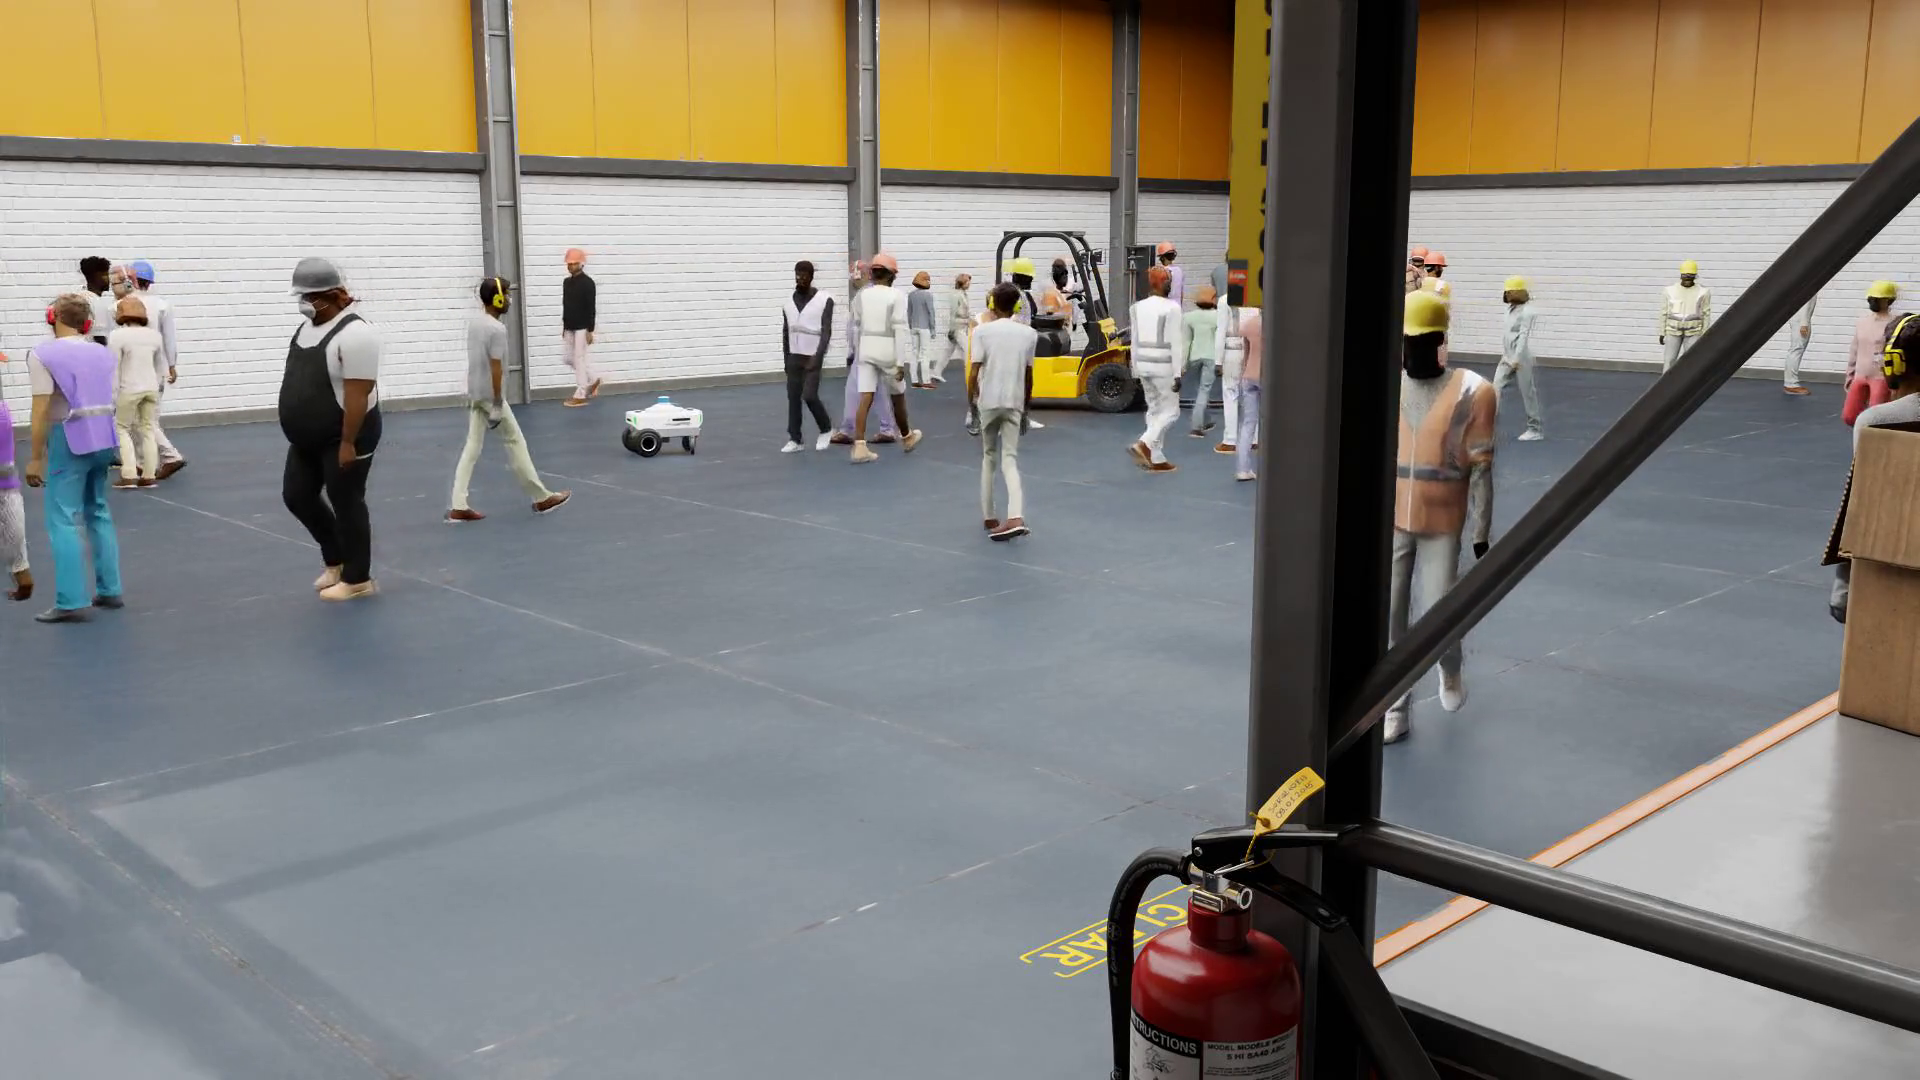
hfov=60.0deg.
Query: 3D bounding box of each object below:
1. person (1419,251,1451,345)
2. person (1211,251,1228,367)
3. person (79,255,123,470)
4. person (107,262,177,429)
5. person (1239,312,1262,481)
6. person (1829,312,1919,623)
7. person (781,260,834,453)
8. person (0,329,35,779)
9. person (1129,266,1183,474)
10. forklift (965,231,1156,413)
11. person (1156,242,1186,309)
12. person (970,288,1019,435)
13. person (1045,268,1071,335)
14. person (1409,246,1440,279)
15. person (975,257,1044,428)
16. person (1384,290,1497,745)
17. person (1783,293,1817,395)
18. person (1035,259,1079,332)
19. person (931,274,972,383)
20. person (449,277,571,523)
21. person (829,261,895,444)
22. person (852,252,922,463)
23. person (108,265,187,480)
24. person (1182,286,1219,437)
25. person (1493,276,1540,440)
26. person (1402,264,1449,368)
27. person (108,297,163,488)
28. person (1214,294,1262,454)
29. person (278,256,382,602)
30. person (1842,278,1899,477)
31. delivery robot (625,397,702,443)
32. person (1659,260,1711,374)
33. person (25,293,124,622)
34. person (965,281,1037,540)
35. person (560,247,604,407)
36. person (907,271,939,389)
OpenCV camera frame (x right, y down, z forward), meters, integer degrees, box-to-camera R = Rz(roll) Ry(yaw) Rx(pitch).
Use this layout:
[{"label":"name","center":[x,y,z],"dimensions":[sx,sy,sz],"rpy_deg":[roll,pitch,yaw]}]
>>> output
[{"label":"person","center":[5.780,-2.574,20.473],"dimensions":[0.547,1.934,0.376],"rpy_deg":[10,14,42]},{"label":"person","center":[4.293,-3.704,26.659],"dimensions":[0.391,1.922,0.653],"rpy_deg":[-9,14,-40]},{"label":"person","center":[-7.788,-1.584,15.014],"dimensions":[0.463,1.952,0.636],"rpy_deg":[-7,13,-35]},{"label":"person","center":[-7.812,-1.698,15.860],"dimensions":[0.634,1.886,1.068],"rpy_deg":[-5,12,-27]},{"label":"person","center":[2.706,-1.379,14.487],"dimensions":[0.697,1.739,0.539],"rpy_deg":[-8,13,-36]},{"label":"person","center":[3.392,0.118,6.009],"dimensions":[0.512,1.860,0.318],"rpy_deg":[-2,11,-12]},{"label":"person","center":[-1.496,-1.794,16.326],"dimensions":[0.608,1.893,0.503],"rpy_deg":[6,12,28]},{"label":"person","center":[-3.890,0.044,6.326],"dimensions":[0.676,1.885,0.444],"rpy_deg":[0,10,-3]},{"label":"person","center":[1.708,-1.497,14.786],"dimensions":[0.544,1.866,0.600],"rpy_deg":[-9,14,-41]},{"label":"forklift","center":[1.222,-2.721,20.561],"dimensions":[2.313,2.155,1.214],"rpy_deg":[2,11,13]},{"label":"person","center":[2.963,-3.244,23.848],"dimensions":[0.393,2.036,0.605],"rpy_deg":[9,14,42]},{"label":"person","center":[0.362,-1.804,17.162],"dimensions":[0.531,1.610,0.704],"rpy_deg":[0,10,-1]},{"label":"person","center":[1.348,-3.023,23.615],"dimensions":[0.550,1.678,0.532],"rpy_deg":[8,13,36]},{"label":"person","center":[5.819,-2.734,21.172],"dimensions":[0.608,1.996,0.382],"rpy_deg":[4,11,19]},{"label":"person","center":[0.558,-2.158,18.329],"dimensions":[0.684,1.903,0.603],"rpy_deg":[1,10,3]},{"label":"person","center":[1.965,-0.101,7.052],"dimensions":[0.599,1.906,0.588],"rpy_deg":[7,12,33]},{"label":"person","center":[11.320,-2.924,22.365],"dimensions":[0.352,1.937,0.635],"rpy_deg":[4,11,22]},{"label":"person","center":[1.458,-3.309,24.960],"dimensions":[0.633,1.794,1.009],"rpy_deg":[3,11,18]},{"label":"person","center":[-0.032,-3.032,23.921],"dimensions":[0.872,1.588,0.592],"rpy_deg":[3,11,15]},{"label":"person","center":[-3.468,-1.057,12.529],"dimensions":[0.540,1.820,0.975],"rpy_deg":[10,14,43]},{"label":"person","center":[-1.061,-1.905,17.008],"dimensions":[0.866,1.864,0.670],"rpy_deg":[-1,10,-8]},{"label":"person","center":[-0.732,-1.741,15.828],"dimensions":[0.629,1.963,1.106],"rpy_deg":[5,12,26]},{"label":"person","center":[-7.128,-1.450,14.504],"dimensions":[0.558,1.881,0.680],"rpy_deg":[-4,11,-19]},{"label":"person","center":[2.658,-1.908,17.758],"dimensions":[0.500,1.590,0.852],"rpy_deg":[7,13,35]},{"label":"person","center":[5.691,-1.870,17.245],"dimensions":[0.876,1.698,0.505],"rpy_deg":[-3,11,-14]},{"label":"person","center":[3.806,-1.387,14.132],"dimensions":[0.653,1.886,0.445],"rpy_deg":[4,11,21]},{"label":"person","center":[-6.935,-1.228,13.976],"dimensions":[0.367,1.618,0.519],"rpy_deg":[6,12,29]},{"label":"person","center":[2.740,-1.777,16.295],"dimensions":[0.573,1.876,0.346],"rpy_deg":[-6,12,-28]},{"label":"person","center":[-3.635,-0.635,9.608],"dimensions":[0.700,2.000,0.542],"rpy_deg":[8,13,38]},{"label":"person","center":[8.077,-1.422,14.660],"dimensions":[0.463,1.753,0.541],"rpy_deg":[-4,11,-21]},{"label":"delivery robot","center":[-2.892,-1.161,16.272],"dimensions":[0.707,0.478,0.477],"rpy_deg":[-5,12,-26]},{"label":"person","center":[9.290,-2.676,21.344],"dimensions":[0.595,1.823,0.403],"rpy_deg":[5,12,27]},{"label":"person","center":[-4.927,-0.468,9.317],"dimensions":[0.397,1.809,0.636],"rpy_deg":[3,11,14]},{"label":"person","center":[0.296,-0.914,11.771],"dimensions":[0.516,1.820,0.801],"rpy_deg":[0,10,-3]},{"label":"person","center":[-4.748,-2.665,20.823],"dimensions":[0.639,1.980,0.574],"rpy_deg":[10,14,43]},{"label":"person","center":[-0.528,-2.928,23.218],"dimensions":[0.498,1.633,0.278],"rpy_deg":[10,14,43]}]
